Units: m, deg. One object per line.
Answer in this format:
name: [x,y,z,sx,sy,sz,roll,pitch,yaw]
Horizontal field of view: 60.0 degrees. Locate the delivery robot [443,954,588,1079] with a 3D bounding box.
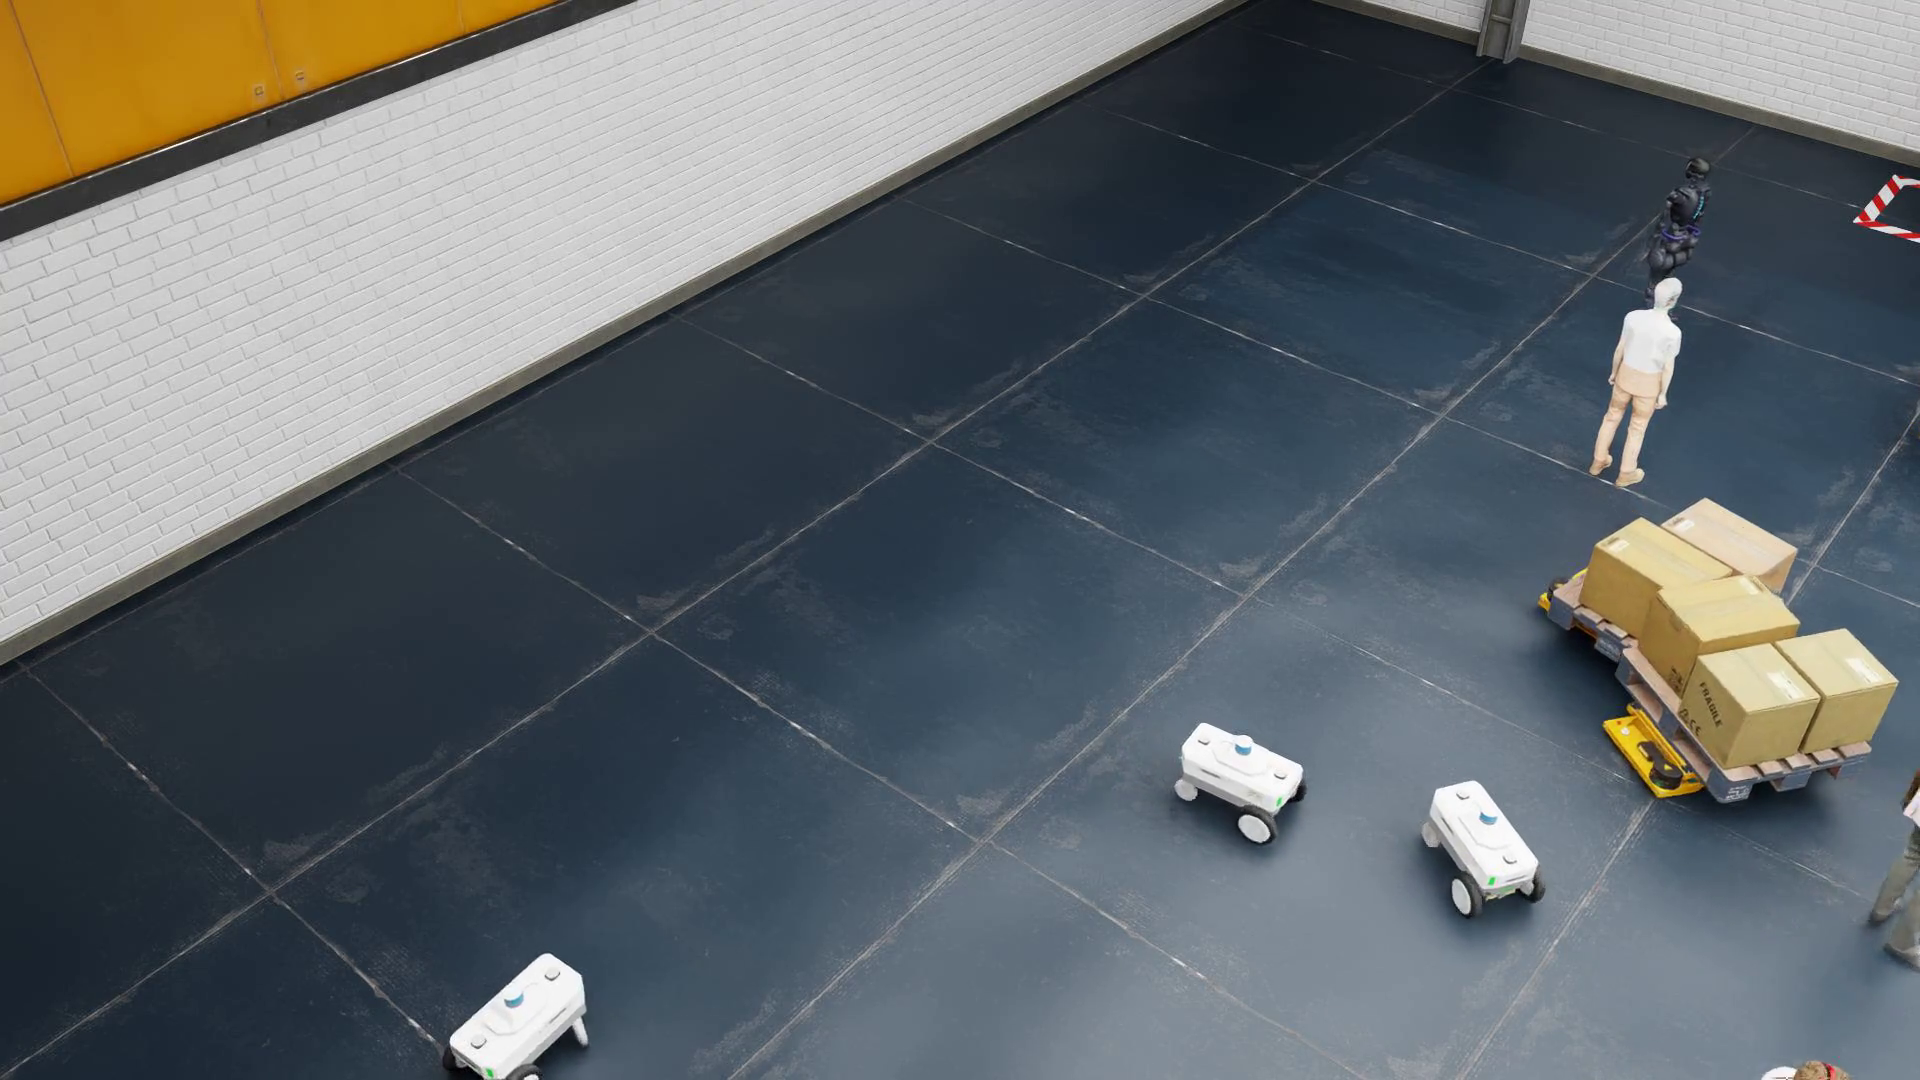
delivery robot: [-2.347,2.605,8.830,0.513,0.601,0.773,24,45,27]

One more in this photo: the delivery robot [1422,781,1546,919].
delivery robot: [3.077,1.799,9.819,0.499,0.587,0.788,-11,40,-13]

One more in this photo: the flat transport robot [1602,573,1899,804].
flat transport robot: [4.973,1.253,10.731,1.431,0.231,0.659,-9,40,-11]

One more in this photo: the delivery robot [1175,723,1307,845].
delivery robot: [1.743,1.465,10.251,0.799,0.608,0.499,23,44,26]

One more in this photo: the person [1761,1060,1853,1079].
person: [3.441,2.871,7.488,0.569,1.809,0.597,23,44,25]

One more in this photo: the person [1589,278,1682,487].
person: [5.143,-1.196,12.602,0.322,1.735,0.473,-28,47,-30]

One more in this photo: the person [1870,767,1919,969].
person: [5.406,1.602,9.065,0.442,1.828,0.711,-8,40,-10]

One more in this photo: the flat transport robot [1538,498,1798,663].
flat transport robot: [4.802,0.635,11.498,0.659,0.231,1.431,-25,45,-28]

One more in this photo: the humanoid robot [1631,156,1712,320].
humanoid robot: [6.097,-2.519,14.288,0.604,1.654,0.351,-18,42,-21]
